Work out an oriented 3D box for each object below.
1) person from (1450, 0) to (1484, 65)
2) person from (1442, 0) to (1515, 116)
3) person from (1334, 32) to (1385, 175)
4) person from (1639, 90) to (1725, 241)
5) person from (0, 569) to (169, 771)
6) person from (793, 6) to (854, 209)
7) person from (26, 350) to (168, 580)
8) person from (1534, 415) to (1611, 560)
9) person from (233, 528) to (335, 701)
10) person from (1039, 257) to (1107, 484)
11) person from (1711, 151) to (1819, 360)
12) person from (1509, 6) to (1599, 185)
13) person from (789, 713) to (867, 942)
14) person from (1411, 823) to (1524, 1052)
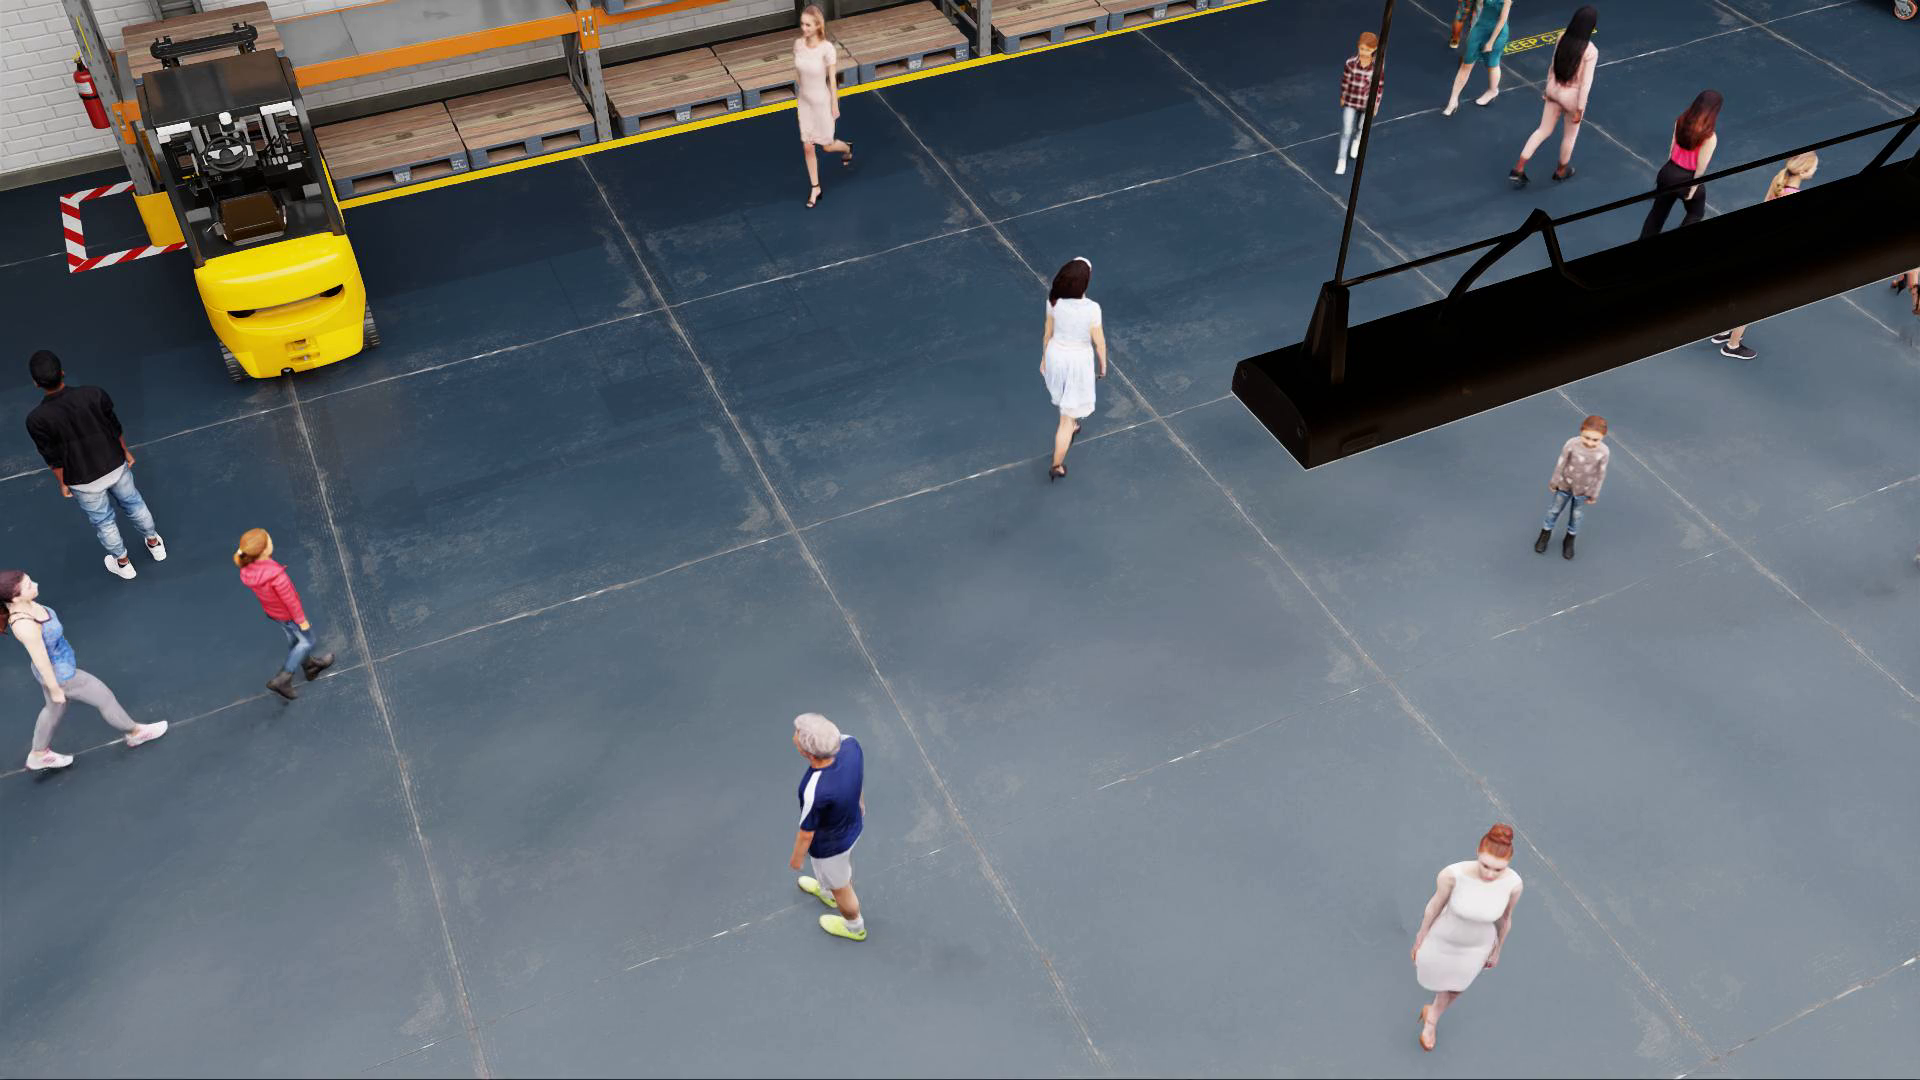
[{"bbox_3d":[5.129,-5.395,16.451,0.846,1.441,0.892,11,45,12],"label":"person"},{"bbox_3d":[5.031,-4.777,15.661,0.964,1.636,0.660,-15,46,-16],"label":"person"},{"bbox_3d":[3.654,-4.019,15.128,0.885,1.274,0.927,13,45,13],"label":"person"},{"bbox_3d":[5.892,-2.930,13.713,0.673,1.648,0.617,-23,48,-22],"label":"person"},{"bbox_3d":[-5.417,0.802,9.848,1.071,1.577,0.676,-25,49,-24],"label":"person"},{"bbox_3d":[-1.200,-3.819,14.527,0.910,1.813,1.042,21,48,21],"label":"person"},{"bbox_3d":[-5.753,-0.499,11.041,0.832,1.814,0.680,33,53,30],"label":"person"},{"bbox_3d":[4.217,-0.387,11.374,0.545,1.193,0.594,18,47,18],"label":"person"},{"bbox_3d":[-4.261,0.480,10.382,0.707,1.307,0.822,27,50,25],"label":"person"},{"bbox_3d":[0.738,-1.138,11.728,0.983,1.791,1.085,20,47,19],"label":"person"},{"bbox_3d":[6.227,-2.218,12.865,0.654,1.787,0.676,-1,44,-1],"label":"person"},{"bbox_3d":[5.267,-3.868,14.658,1.001,1.702,0.681,-22,48,-21],"label":"person"},{"bbox_3d":[-0.609,1.569,8.864,0.924,1.823,0.864,16,46,16],"label":"person"},{"bbox_3d":[2.543,1.959,8.485,0.846,1.781,0.862,6,44,6],"label":"person"}]
